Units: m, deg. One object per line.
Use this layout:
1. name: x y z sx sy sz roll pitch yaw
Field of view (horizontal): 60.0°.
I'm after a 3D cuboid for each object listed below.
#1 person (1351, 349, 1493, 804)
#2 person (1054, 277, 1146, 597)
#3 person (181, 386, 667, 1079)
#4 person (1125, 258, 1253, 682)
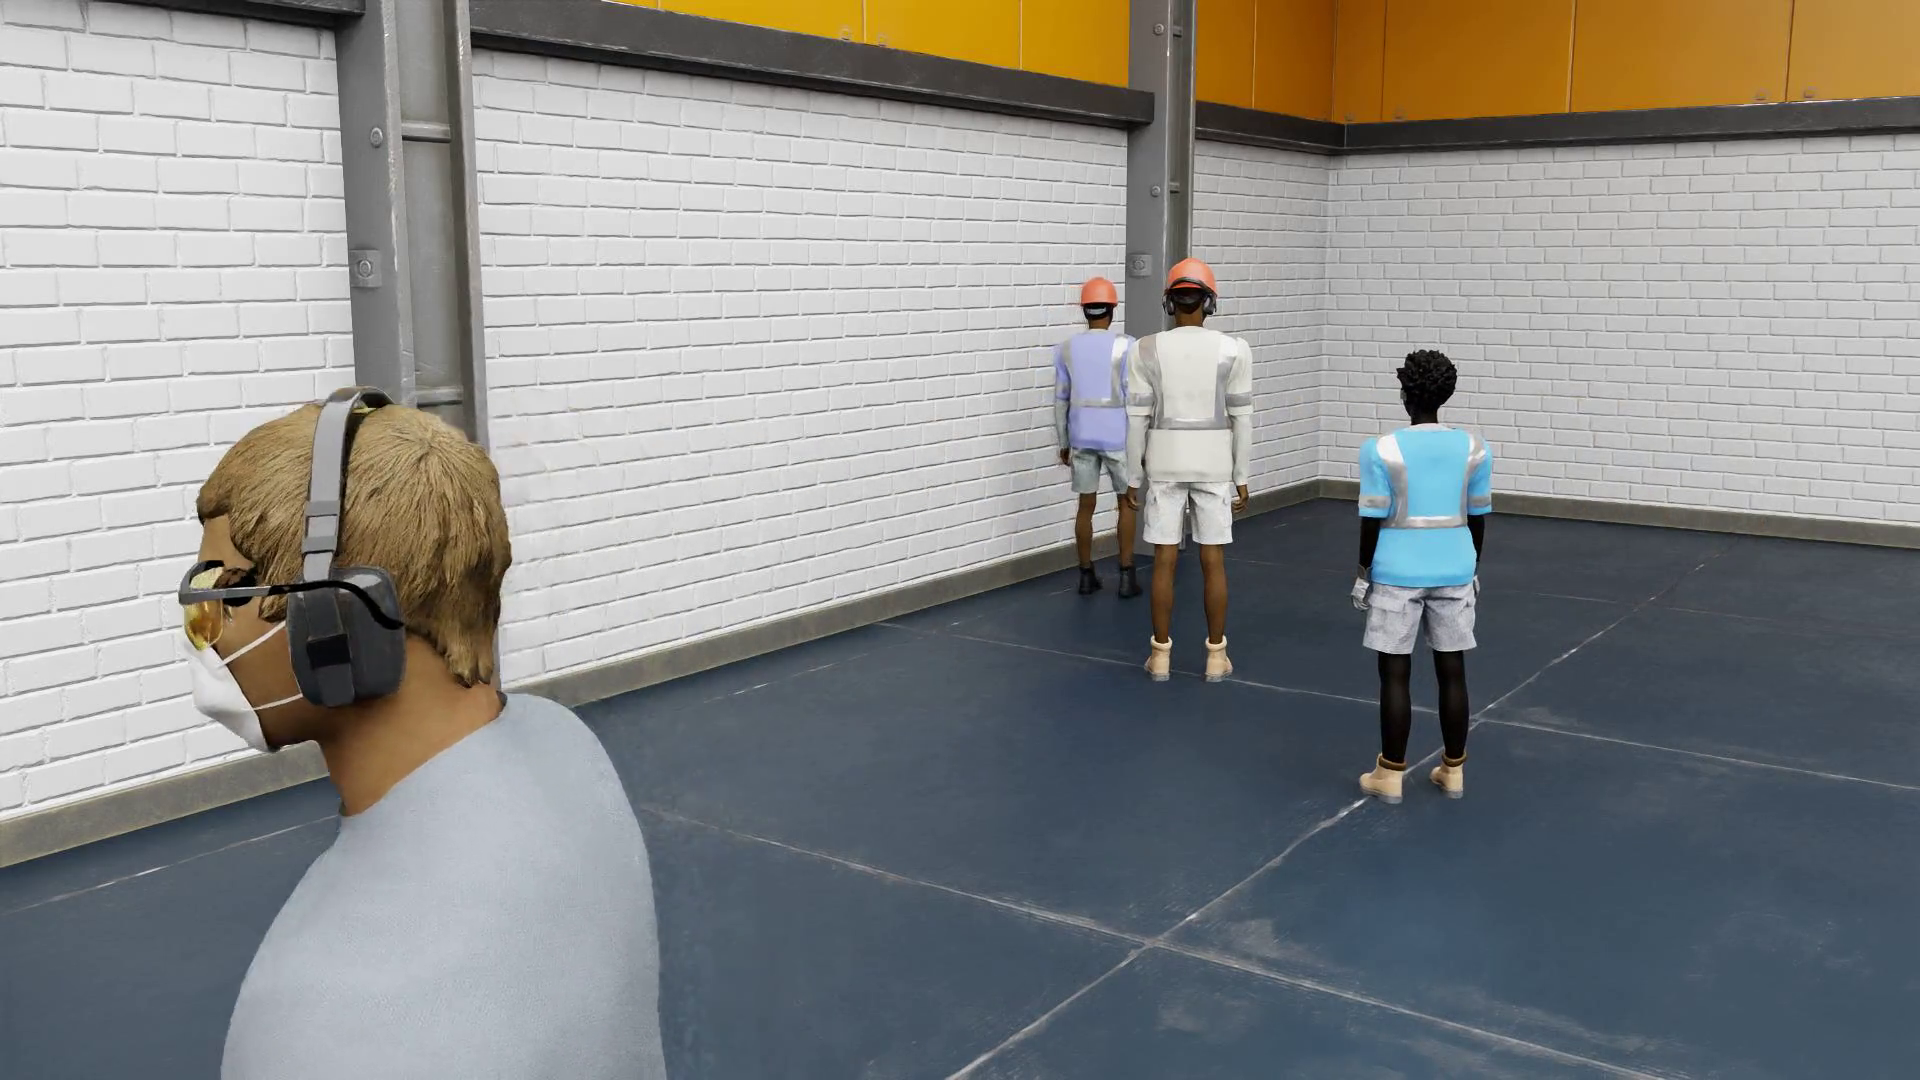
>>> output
1. person: 1.716 0.141 6.219 0.537 1.695 0.320 -2 10 -10
2. person: 0.850 -0.610 10.009 0.599 1.924 0.408 4 10 24
3. person: -0.450 0.834 1.411 0.442 1.924 0.655 -1 10 -5
4. person: 1.095 -0.326 8.007 0.605 2.034 0.390 1 10 7
